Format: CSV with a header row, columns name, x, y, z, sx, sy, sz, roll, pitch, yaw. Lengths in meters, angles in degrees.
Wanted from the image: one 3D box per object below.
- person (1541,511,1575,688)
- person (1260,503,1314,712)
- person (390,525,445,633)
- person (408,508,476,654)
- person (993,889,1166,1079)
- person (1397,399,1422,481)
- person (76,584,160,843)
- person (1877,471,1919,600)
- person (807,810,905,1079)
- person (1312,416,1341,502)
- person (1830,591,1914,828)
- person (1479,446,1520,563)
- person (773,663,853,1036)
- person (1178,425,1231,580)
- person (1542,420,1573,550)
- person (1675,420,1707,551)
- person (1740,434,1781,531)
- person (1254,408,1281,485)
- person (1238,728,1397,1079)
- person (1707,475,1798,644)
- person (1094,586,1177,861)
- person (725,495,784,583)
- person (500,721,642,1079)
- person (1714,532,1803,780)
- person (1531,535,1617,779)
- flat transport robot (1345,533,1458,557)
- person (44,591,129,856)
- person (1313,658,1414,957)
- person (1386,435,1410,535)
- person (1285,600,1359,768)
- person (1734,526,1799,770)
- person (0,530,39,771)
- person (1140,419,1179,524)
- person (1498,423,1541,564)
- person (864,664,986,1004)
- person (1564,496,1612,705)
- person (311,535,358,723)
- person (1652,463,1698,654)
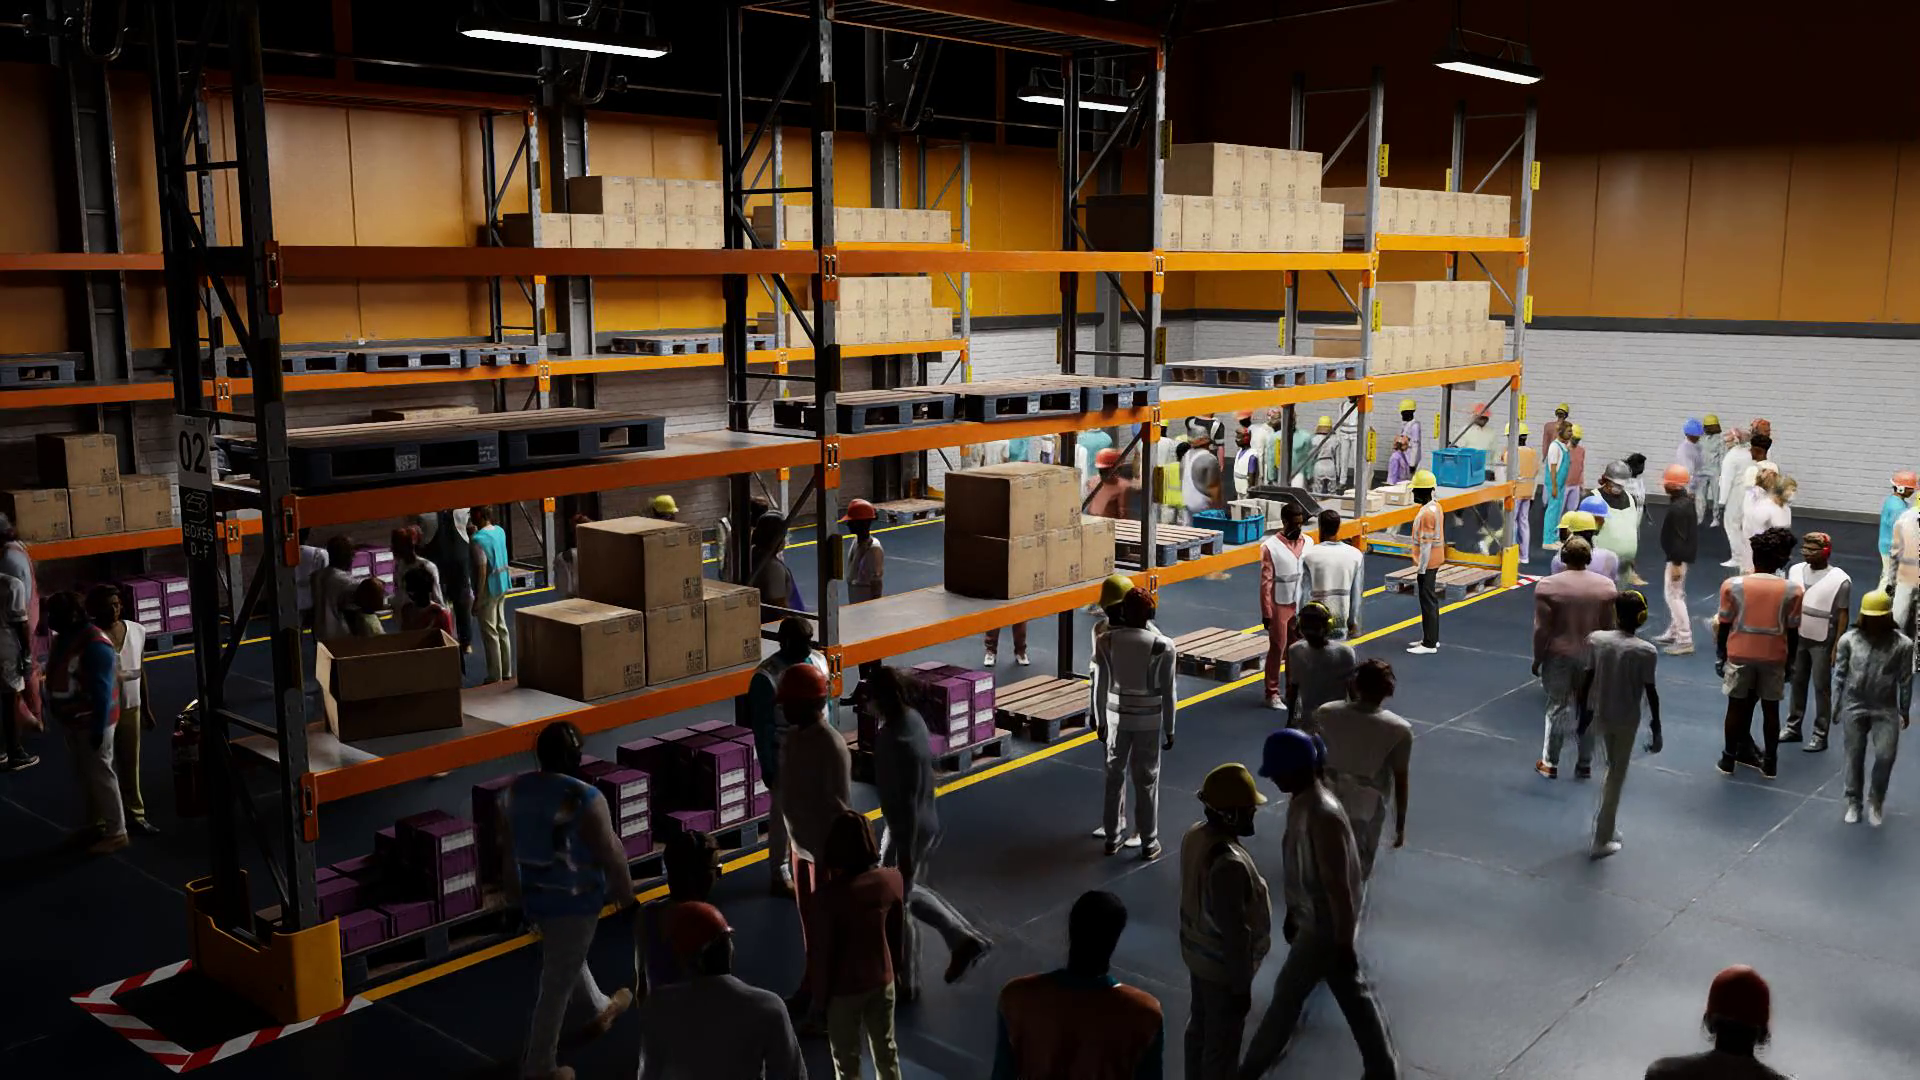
name,x,y,z,sx,sy,sz,roll,pitch,yaw
person,5.723,0.594,15.623,0.319,1.742,0.492,-2,10,-14
person,2.964,0.601,15.112,0.598,1.907,0.409,-6,11,-32
person,-4.618,0.804,14.031,0.618,1.861,0.656,9,13,44
person,-5.353,0.188,17.162,0.680,2.000,0.535,-6,11,-32
person,0.402,2.175,5.784,0.624,1.883,0.553,1,10,7
person,7.079,-1.278,26.287,0.402,1.917,0.592,0,10,0
person,-5.933,1.211,11.635,0.390,1.846,0.565,5,11,29
person,10.505,0.089,18.660,0.354,1.737,0.573,4,10,24
person,-0.462,2.014,7.473,0.502,1.632,0.277,-7,12,-38
person,5.530,-1.017,25.264,0.485,1.737,0.321,0,10,-1
person,6.528,1.218,11.940,0.508,1.727,0.499,6,11,32
person,7.360,-0.484,22.425,0.516,1.621,0.502,4,10,23
person,-0.778,1.617,8.806,0.409,1.985,0.627,-5,11,-29
person,3.017,-0.495,21.243,0.836,2.000,0.738,-4,10,-23
person,8.451,-0.774,23.520,0.338,1.838,0.507,6,11,33
person,10.088,-0.715,22.986,0.697,1.909,0.422,-8,13,-41
person,9.842,-0.325,20.491,0.606,1.958,0.382,-6,11,-34
person,4.681,-1.038,24.931,0.652,1.894,0.400,-8,12,-40
person,1.667,1.818,7.959,1.020,1.859,0.654,1,10,5
person,8.226,0.253,17.180,0.654,1.909,0.678,-7,12,-37
person,1.188,1.246,11.333,0.577,1.880,0.352,4,10,21
person,-1.937,0.482,16.001,0.634,1.841,0.429,-8,12,-38
person,-1.924,1.788,8.355,0.646,1.792,0.960,6,11,32
person,6.279,0.909,13.117,0.603,1.957,0.385,3,10,19
person,4.805,0.923,13.081,0.631,1.940,0.372,0,10,3
flat transport robot,6.104,0.080,23.080,1.431,0.197,0.652,9,13,44
person,-6.040,1.247,11.474,0.648,1.832,0.432,7,12,37
person,2.277,1.574,9.556,0.617,1.810,0.481,6,11,34
person,6.205,-0.684,23.599,0.312,1.632,0.526,4,10,24
person,2.428,1.298,11.125,0.560,1.841,0.450,8,12,39
person,6.477,0.855,13.423,0.399,1.958,0.608,5,11,29
person,-7.708,0.879,13.304,0.599,1.958,0.378,1,10,5
person,2.825,-0.810,23.491,0.587,1.920,0.396,4,10,25
person,7.493,-0.613,22.341,0.591,1.912,0.397,-5,11,-25
person,-0.222,1.602,9.101,0.609,1.915,0.661,-1,10,-3
person,5.732,0.552,15.304,0.415,1.940,0.605,7,12,34
person,-5.230,0.858,13.867,0.584,1.815,0.468,5,11,27
person,7.489,0.177,17.392,0.437,1.990,0.675,5,11,29
